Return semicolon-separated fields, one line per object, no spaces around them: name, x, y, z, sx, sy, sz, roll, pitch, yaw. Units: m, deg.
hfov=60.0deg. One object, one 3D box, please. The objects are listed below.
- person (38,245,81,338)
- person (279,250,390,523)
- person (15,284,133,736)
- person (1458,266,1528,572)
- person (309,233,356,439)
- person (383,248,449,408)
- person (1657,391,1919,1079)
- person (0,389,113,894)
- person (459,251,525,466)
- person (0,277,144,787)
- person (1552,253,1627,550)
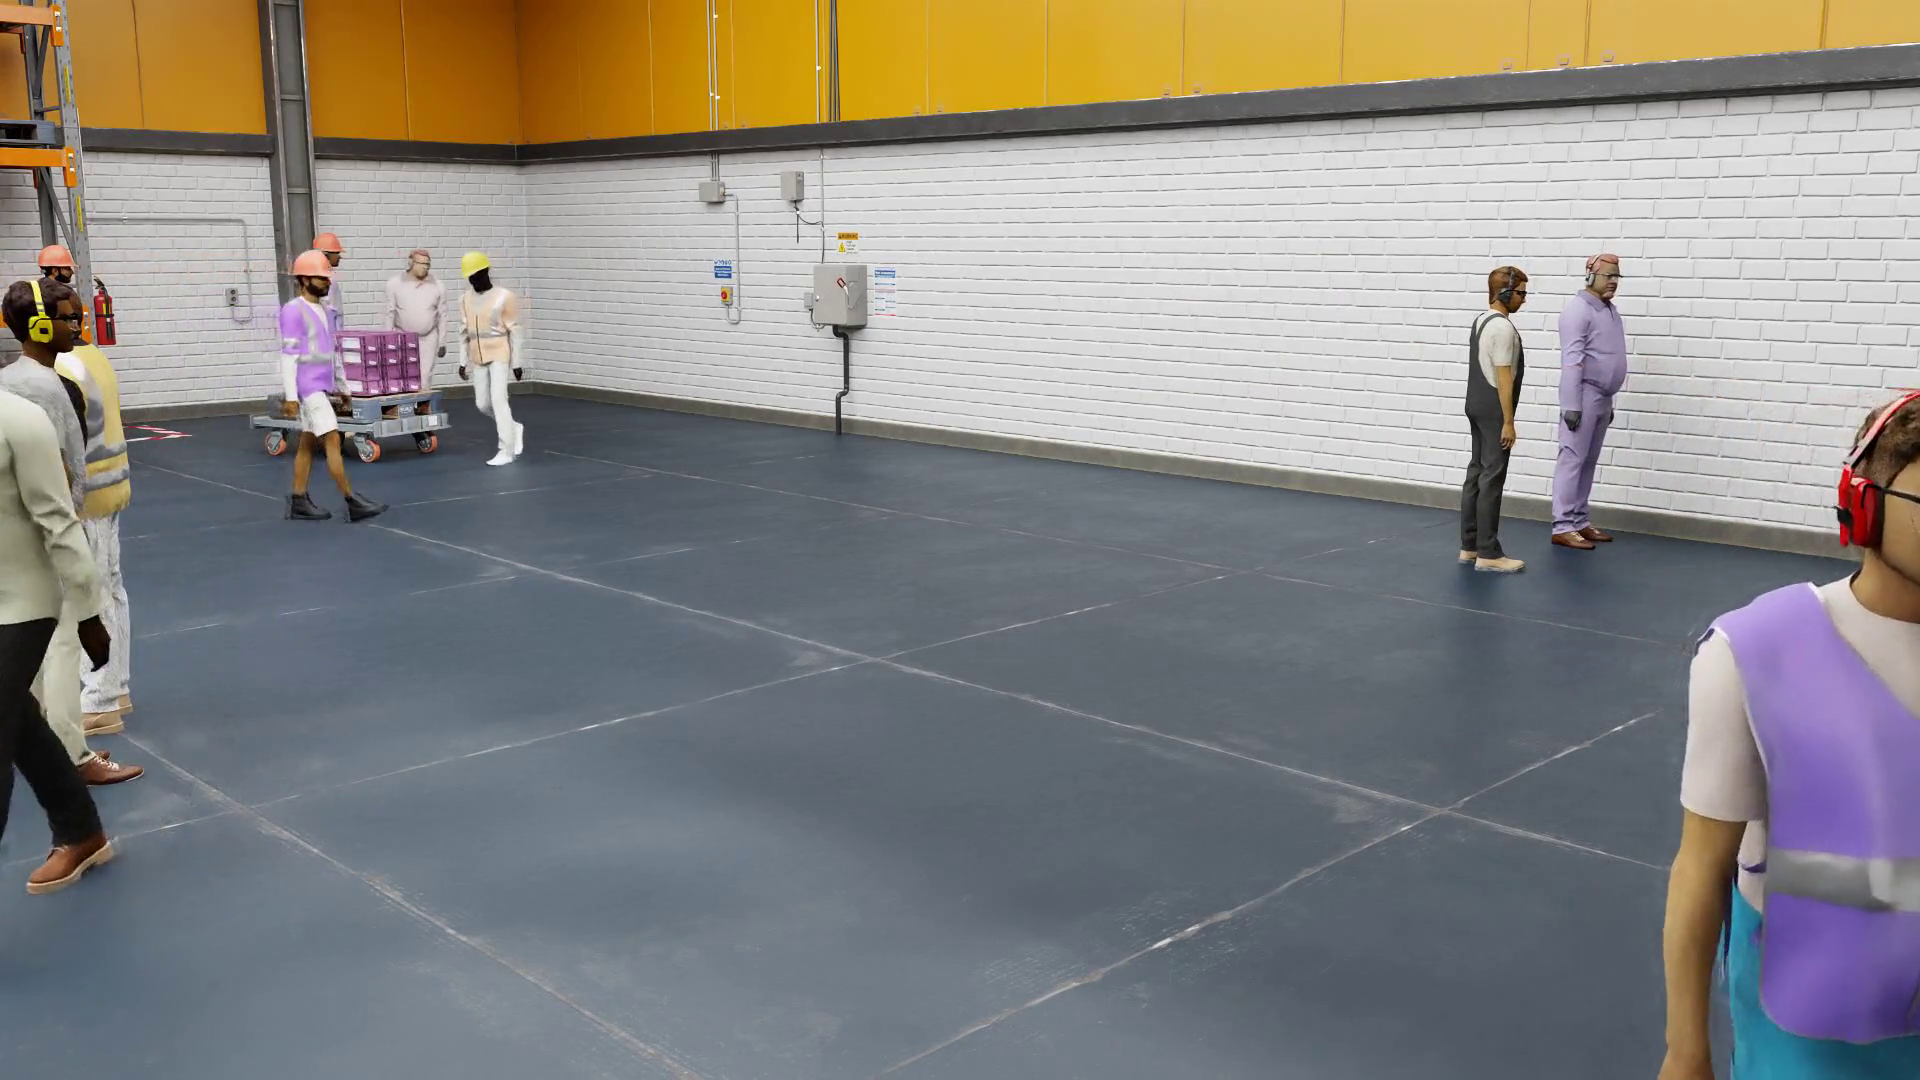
person;-7.511;-1.490;13.950;0.357;1.938;0.545;-9;13;-39
person;-4.404;-1.066;11.712;0.875;1.905;0.570;1;10;3
person;-3.606;-0.121;6.748;0.430;1.845;0.624;-3;11;-14
person;3.241;-0.730;10.075;0.345;1.840;0.504;-1;10;-3
person;-6.270;-2.023;16.570;0.397;2.043;0.609;-6;12;-30
person;-5.666;-2.092;17.375;0.668;1.884;0.416;-5;11;-24
person;1.283;0.686;2.386;0.589;1.828;0.688;-1;10;-6
person;-2.846;0.199;4.777;0.644;1.932;1.064;3;11;14
person;-4.125;-1.628;14.845;0.605;1.885;0.667;5;12;27
person;-3.331;-0.022;6.128;0.336;1.873;0.521;-10;14;-43
person;4.124;-0.904;10.848;0.399;1.905;0.642;9;14;40
